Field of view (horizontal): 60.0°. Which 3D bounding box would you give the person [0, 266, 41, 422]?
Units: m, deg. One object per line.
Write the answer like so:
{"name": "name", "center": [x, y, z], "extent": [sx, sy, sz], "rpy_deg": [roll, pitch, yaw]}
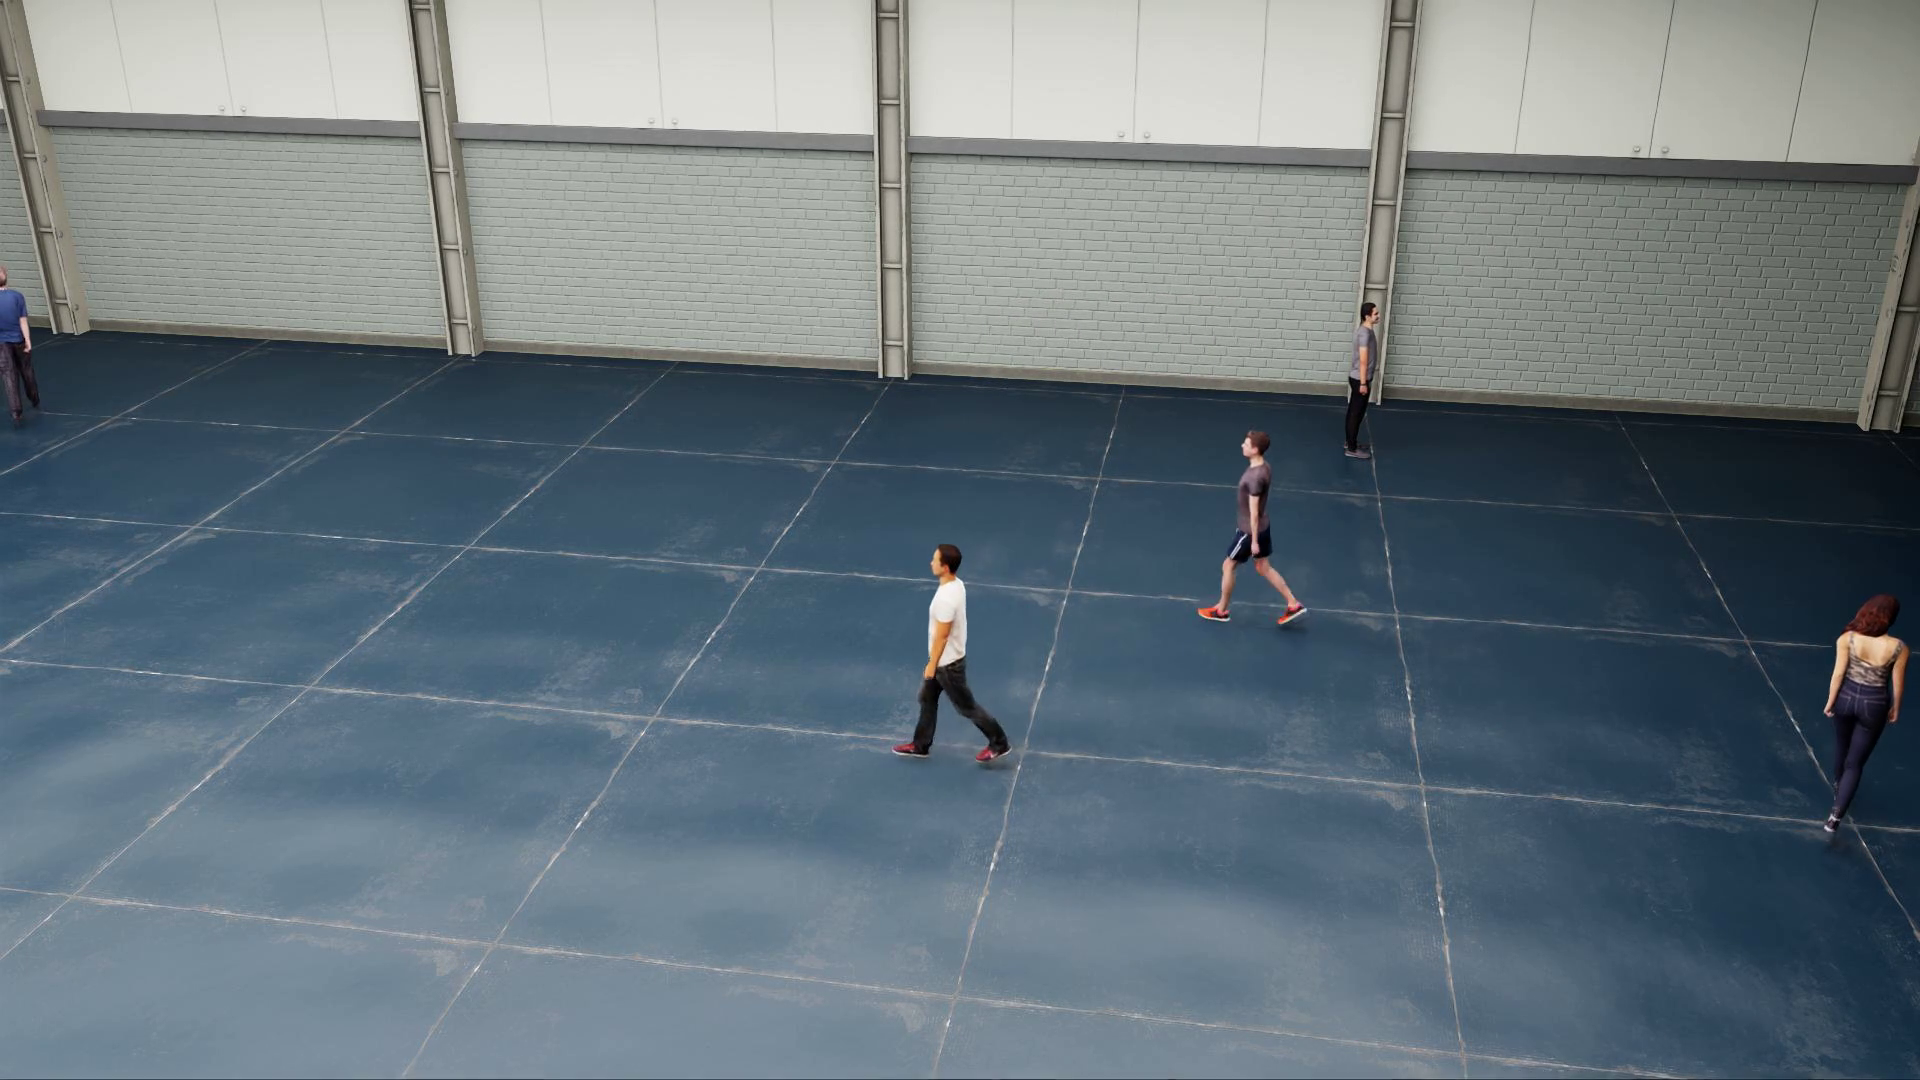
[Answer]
{"name": "person", "center": [-11.310, -2.302, 19.788], "extent": [1.214, 1.826, 1.177], "rpy_deg": [-11, 26, -25]}

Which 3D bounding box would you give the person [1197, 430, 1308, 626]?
{"name": "person", "center": [2.653, -0.066, 14.542], "extent": [1.239, 1.816, 0.812], "rpy_deg": [9, 25, 20]}

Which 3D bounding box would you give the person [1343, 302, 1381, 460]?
{"name": "person", "center": [4.525, -1.830, 18.769], "extent": [0.537, 1.754, 0.615], "rpy_deg": [5, 23, 11]}

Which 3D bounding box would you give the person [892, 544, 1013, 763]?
{"name": "person", "center": [0.011, 0.893, 12.350], "extent": [1.187, 1.767, 0.782], "rpy_deg": [0, 23, 0]}

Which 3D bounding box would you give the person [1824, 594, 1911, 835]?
{"name": "person", "center": [6.258, 1.243, 11.577], "extent": [1.215, 1.727, 1.025], "rpy_deg": [15, 27, 31]}
